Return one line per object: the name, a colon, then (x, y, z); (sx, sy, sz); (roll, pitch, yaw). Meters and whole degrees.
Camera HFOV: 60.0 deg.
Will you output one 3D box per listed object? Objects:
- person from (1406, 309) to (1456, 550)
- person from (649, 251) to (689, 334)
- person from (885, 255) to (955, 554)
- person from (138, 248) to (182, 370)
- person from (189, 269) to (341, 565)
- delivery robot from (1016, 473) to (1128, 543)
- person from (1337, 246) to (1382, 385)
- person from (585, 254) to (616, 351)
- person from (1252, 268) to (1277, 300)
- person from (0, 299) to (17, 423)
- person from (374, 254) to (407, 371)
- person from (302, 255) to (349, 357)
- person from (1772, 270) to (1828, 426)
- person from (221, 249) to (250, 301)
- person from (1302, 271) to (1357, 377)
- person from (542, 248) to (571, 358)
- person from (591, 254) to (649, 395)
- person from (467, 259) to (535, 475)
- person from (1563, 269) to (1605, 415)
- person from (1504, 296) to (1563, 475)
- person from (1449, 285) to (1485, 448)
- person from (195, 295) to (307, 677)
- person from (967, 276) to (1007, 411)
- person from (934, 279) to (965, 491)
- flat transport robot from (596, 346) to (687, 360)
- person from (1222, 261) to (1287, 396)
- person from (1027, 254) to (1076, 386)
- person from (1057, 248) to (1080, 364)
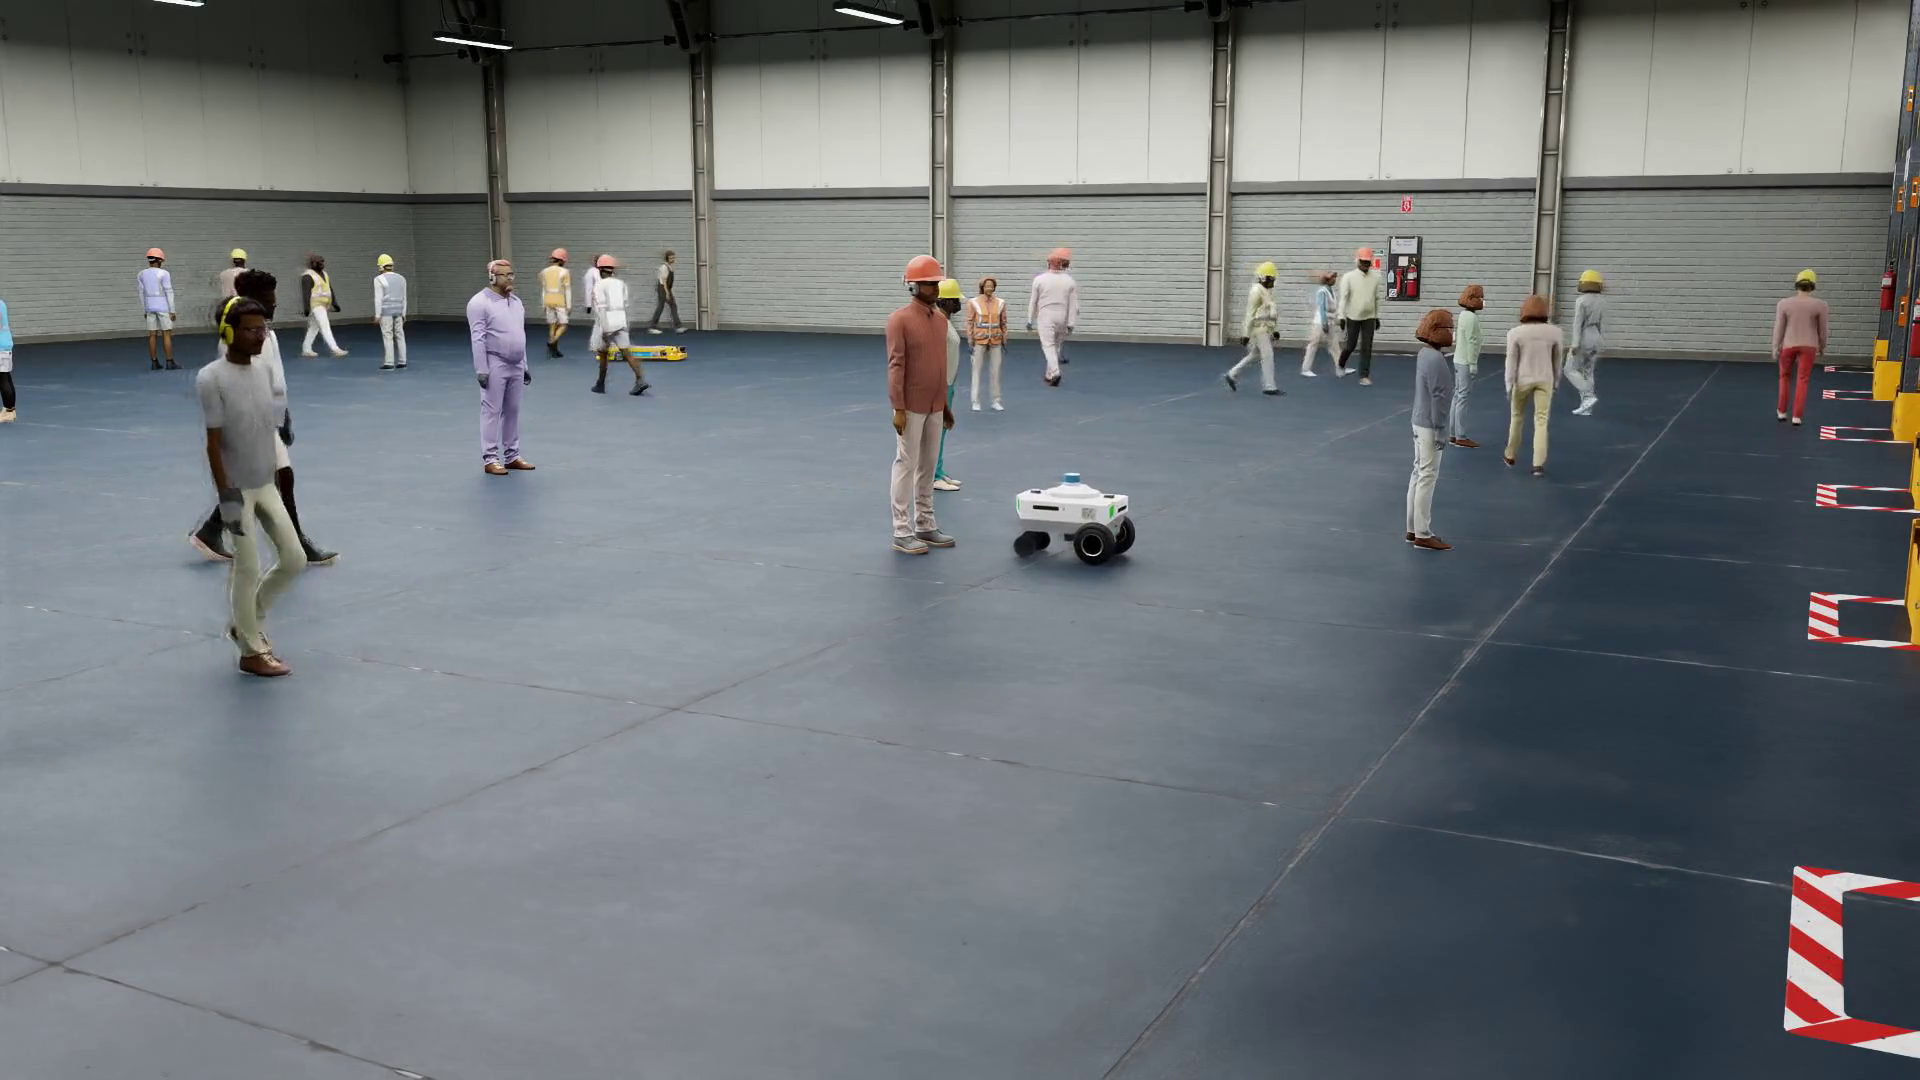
person: (3.229, -0.755, 11.362); (0.280, 1.633, 0.500); (1, 10, 4)
person: (-6.302, -5.328, 35.847); (0.966, 1.785, 0.545); (2, 11, 12)
person: (-0.255, -0.916, 11.250); (0.378, 1.996, 0.611); (7, 13, 35)
person: (-12.698, -3.655, 26.372); (0.542, 1.929, 0.373); (1, 10, 7)
person: (-4.576, -0.785, 10.734); (0.966, 1.929, 0.619); (0, 10, -2)
delivery robot: (0.740, -0.200, 11.021); (0.707, 0.478, 0.477); (5, 11, 24)
person: (5.713, -3.216, 23.863); (0.629, 1.977, 0.674); (-2, 11, -10)
person: (-6.520, -4.319, 30.372); (0.945, 1.797, 0.639); (6, 12, 31)
person: (5.410, -4.127, 29.755); (0.534, 1.618, 0.372); (9, 14, 42)
person: (-10.974, -2.176, 18.945); (0.319, 1.694, 0.533); (-4, 11, -19)
person: (-8.998, -3.580, 26.230); (0.404, 1.827, 0.600); (6, 12, 30)
person: (-11.232, -4.102, 29.203); (0.948, 1.795, 0.622); (1, 10, 5)
person: (9.529, -2.180, 18.877); (0.545, 1.722, 0.876); (5, 12, 27)
person: (-11.841, -3.846, 27.489); (0.610, 1.887, 0.897); (-1, 10, -4)
person: (5.535, -3.230, 24.954); (0.844, 1.592, 0.546); (7, 12, 33)
person: (-7.005, -4.084, 28.772); (0.571, 1.908, 0.588); (2, 11, 13)
person: (-4.597, -2.880, 22.308); (1.027, 1.889, 0.553); (8, 13, 39)
person: (-4.097, -1.552, 14.949); (0.407, 1.913, 0.639); (5, 12, 26)
person: (7.405, -2.331, 19.689); (0.499, 1.726, 0.384); (-6, 12, -31)
person: (5.151, -1.395, 14.973); (0.508, 1.588, 0.847); (2, 11, 9)
person: (5.138, -1.757, 16.821); (0.285, 1.634, 0.499); (1, 10, 6)
person: (-3.382, -0.240, 7.964); (0.393, 1.848, 0.522); (3, 11, 17)
person: (0.325, -2.387, 20.251); (0.518, 1.637, 0.309); (-3, 11, -16)
person: (-0.118, -1.306, 14.000); (0.328, 1.769, 0.526); (1, 10, 6)
flat transport robot: (-5.432, -3.198, 28.403); (1.431, 0.197, 0.652); (0, 10, 1)
person: (3.937, -2.813, 22.168); (0.852, 1.794, 0.583); (4, 11, 23)
person: (1.326, -3.135, 23.712); (0.639, 1.874, 0.947); (-3, 11, -18)
person: (1.744, -3.878, 27.633); (0.584, 1.916, 0.549); (8, 13, 36)
